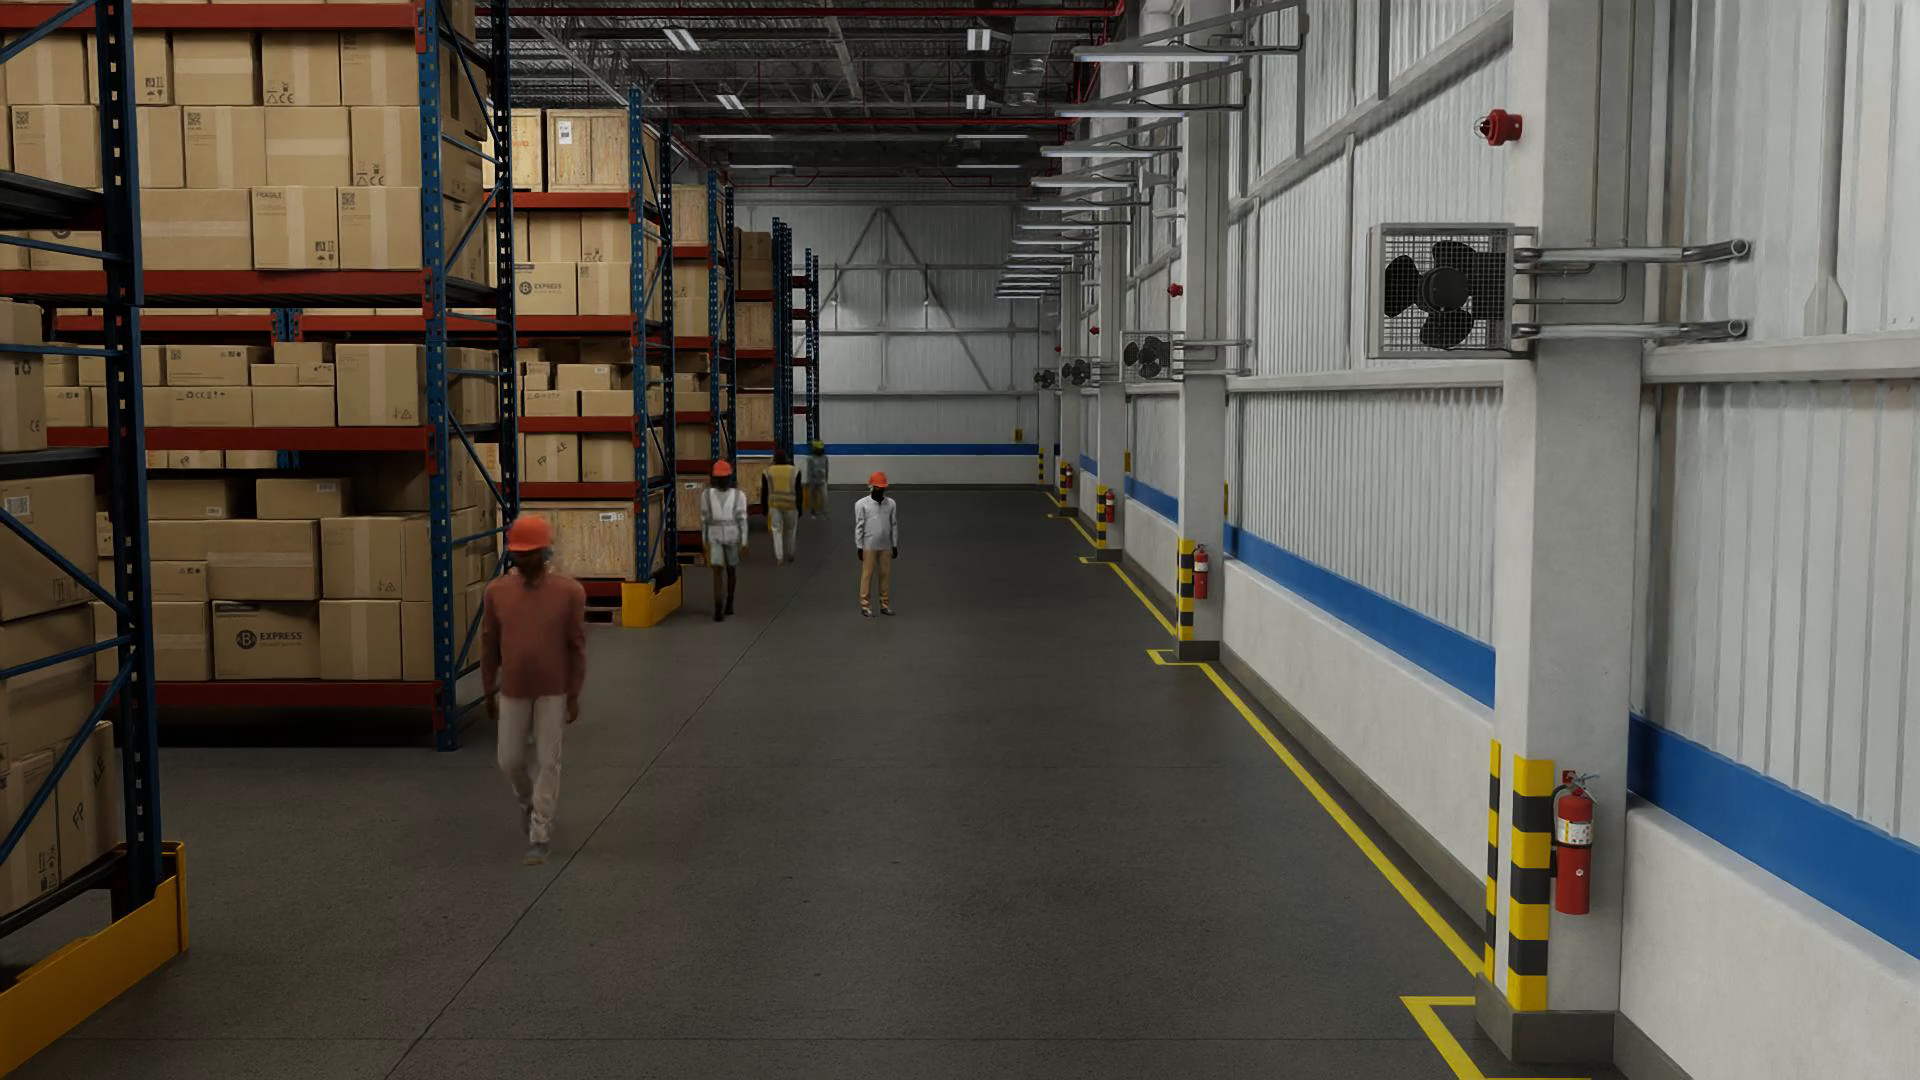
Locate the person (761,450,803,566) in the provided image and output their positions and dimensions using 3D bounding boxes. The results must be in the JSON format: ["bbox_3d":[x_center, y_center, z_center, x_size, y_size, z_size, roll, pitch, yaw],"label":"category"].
[{"bbox_3d":[-2.795,-0.515,26.164,0.658,1.788,0.962,0,5,-1],"label":"person"}]

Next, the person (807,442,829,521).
[{"bbox_3d":[-3.010,-1.244,35.263,0.494,1.690,0.923,-2,5,-18],"label":"person"}]

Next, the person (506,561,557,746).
[{"bbox_3d":[-3.233,0.732,12.577,0.319,1.631,0.523,3,6,28],"label":"person"}]

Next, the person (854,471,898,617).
[{"bbox_3d":[-0.982,0.052,19.848,0.567,1.744,0.349,-3,6,-31],"label":"person"}]

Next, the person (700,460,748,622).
[{"bbox_3d":[-2.791,-0.004,19.709,0.558,1.890,0.977,0,5,-5],"label":"person"}]

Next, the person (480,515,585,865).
[{"bbox_3d":[-2.422,0.829,9.503,0.618,1.972,0.583,0,5,1],"label":"person"}]
